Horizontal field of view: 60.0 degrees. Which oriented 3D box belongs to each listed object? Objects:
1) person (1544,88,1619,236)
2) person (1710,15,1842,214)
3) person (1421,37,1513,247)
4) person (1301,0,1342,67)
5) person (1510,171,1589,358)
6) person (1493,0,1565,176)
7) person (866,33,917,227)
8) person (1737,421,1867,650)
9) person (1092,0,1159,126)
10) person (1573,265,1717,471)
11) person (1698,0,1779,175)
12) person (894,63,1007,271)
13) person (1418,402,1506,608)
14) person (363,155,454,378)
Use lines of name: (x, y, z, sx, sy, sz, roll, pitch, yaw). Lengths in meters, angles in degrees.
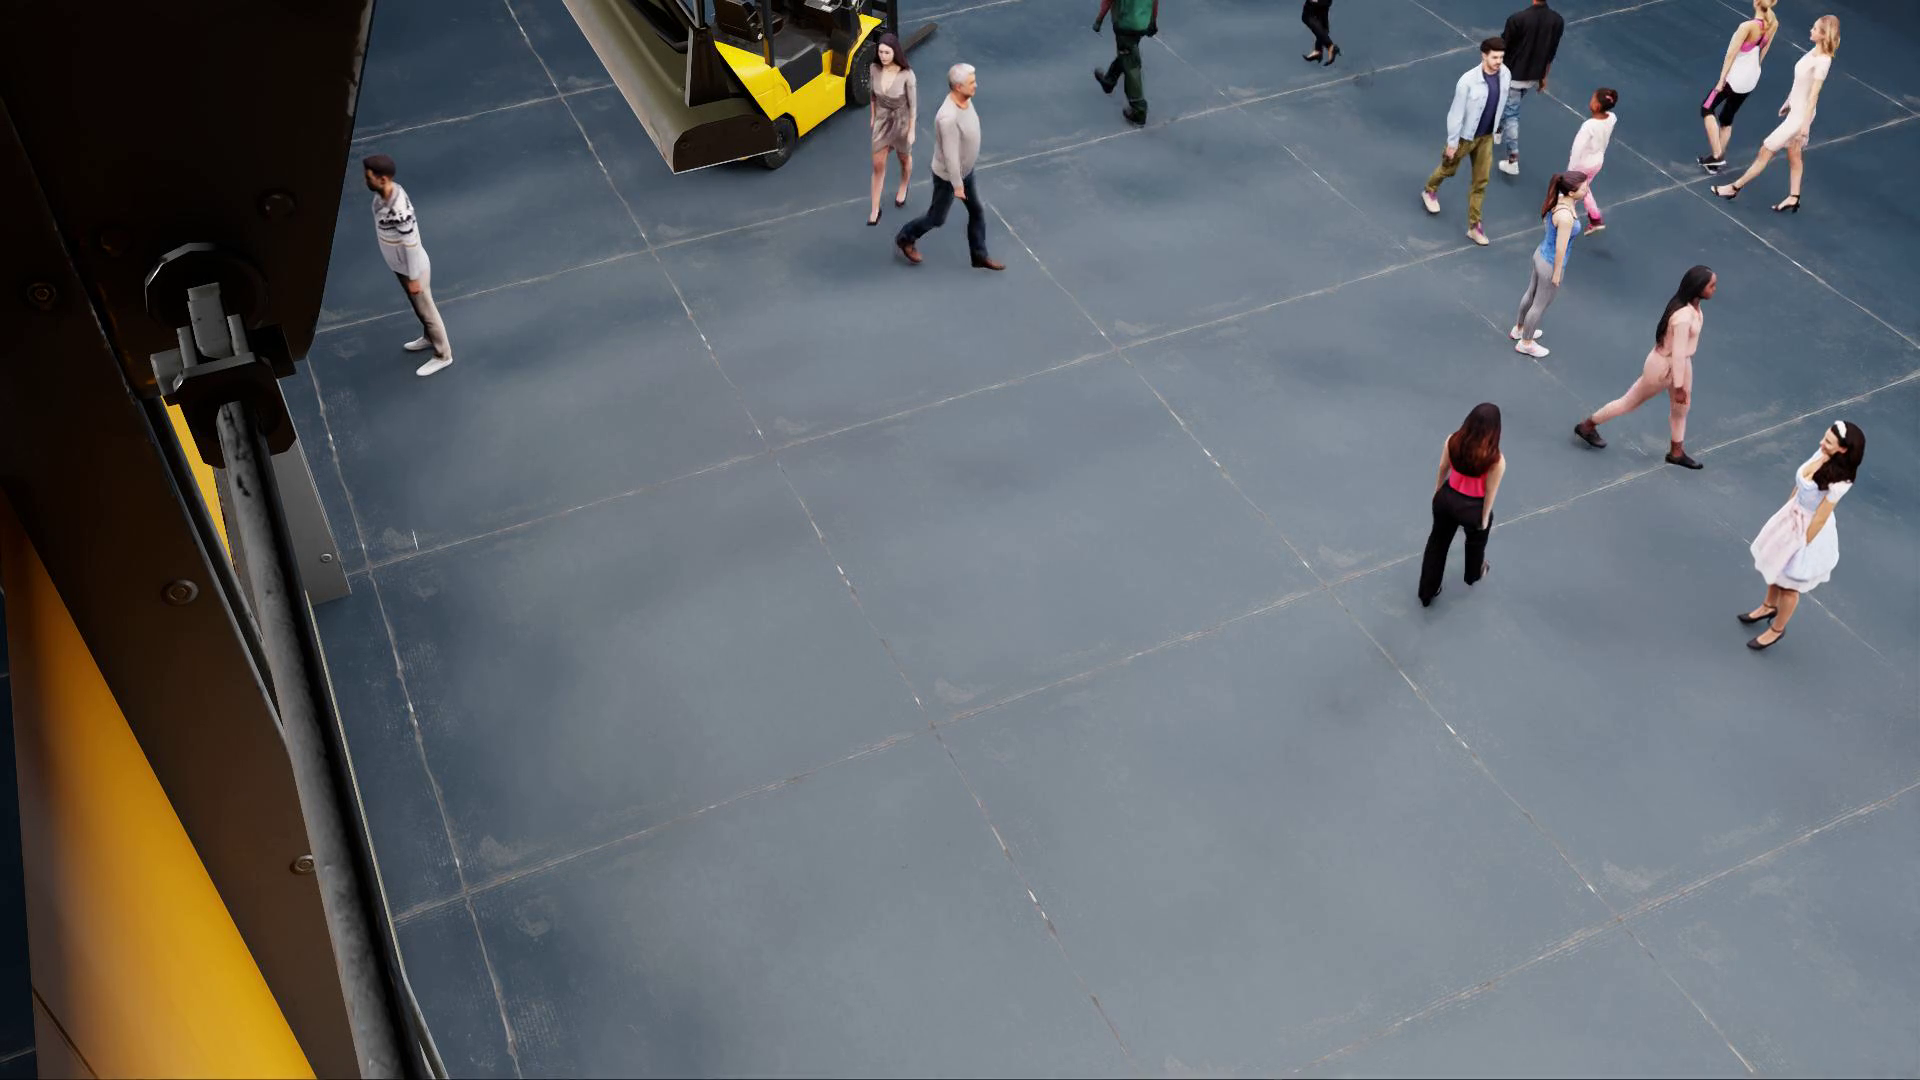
person: (5.408, -3.196, 14.234, 0.600, 1.436, 0.801, -24, 49, -23)
person: (7.384, -3.644, 14.443, 1.060, 1.796, 0.996, 13, 45, 13)
person: (4.349, -3.508, 14.322, 0.794, 1.766, 1.198, -12, 45, -13)
person: (3.680, -5.423, 16.418, 0.838, 1.648, 0.748, 30, 51, 28)
person: (4.634, -2.188, 13.050, 0.717, 1.609, 0.617, 3, 44, 3)
person: (5.084, -4.164, 15.009, 0.924, 1.769, 1.242, -6, 44, -6)
person: (-0.549, -3.634, 14.494, 1.007, 1.713, 1.081, 13, 45, 13)
person: (5.379, -0.032, 10.640, 0.909, 1.811, 0.832, 4, 44, 5)
person: (1.655, -4.774, 15.638, 0.813, 1.784, 1.201, -25, 49, -24)
person: (4.987, -1.235, 11.999, 1.249, 1.679, 1.037, 23, 48, 23)
person: (7.010, -4.057, 14.893, 0.651, 1.773, 0.649, -14, 45, -14)
person: (-0.135, -3.041, 13.756, 1.304, 1.871, 1.217, 16, 46, 16)
person: (3.269, -0.181, 10.919, 0.900, 1.643, 0.868, 31, 52, 28)
person: (-4.248, -2.154, 12.831, 0.735, 1.862, 0.489, -18, 47, -18)
